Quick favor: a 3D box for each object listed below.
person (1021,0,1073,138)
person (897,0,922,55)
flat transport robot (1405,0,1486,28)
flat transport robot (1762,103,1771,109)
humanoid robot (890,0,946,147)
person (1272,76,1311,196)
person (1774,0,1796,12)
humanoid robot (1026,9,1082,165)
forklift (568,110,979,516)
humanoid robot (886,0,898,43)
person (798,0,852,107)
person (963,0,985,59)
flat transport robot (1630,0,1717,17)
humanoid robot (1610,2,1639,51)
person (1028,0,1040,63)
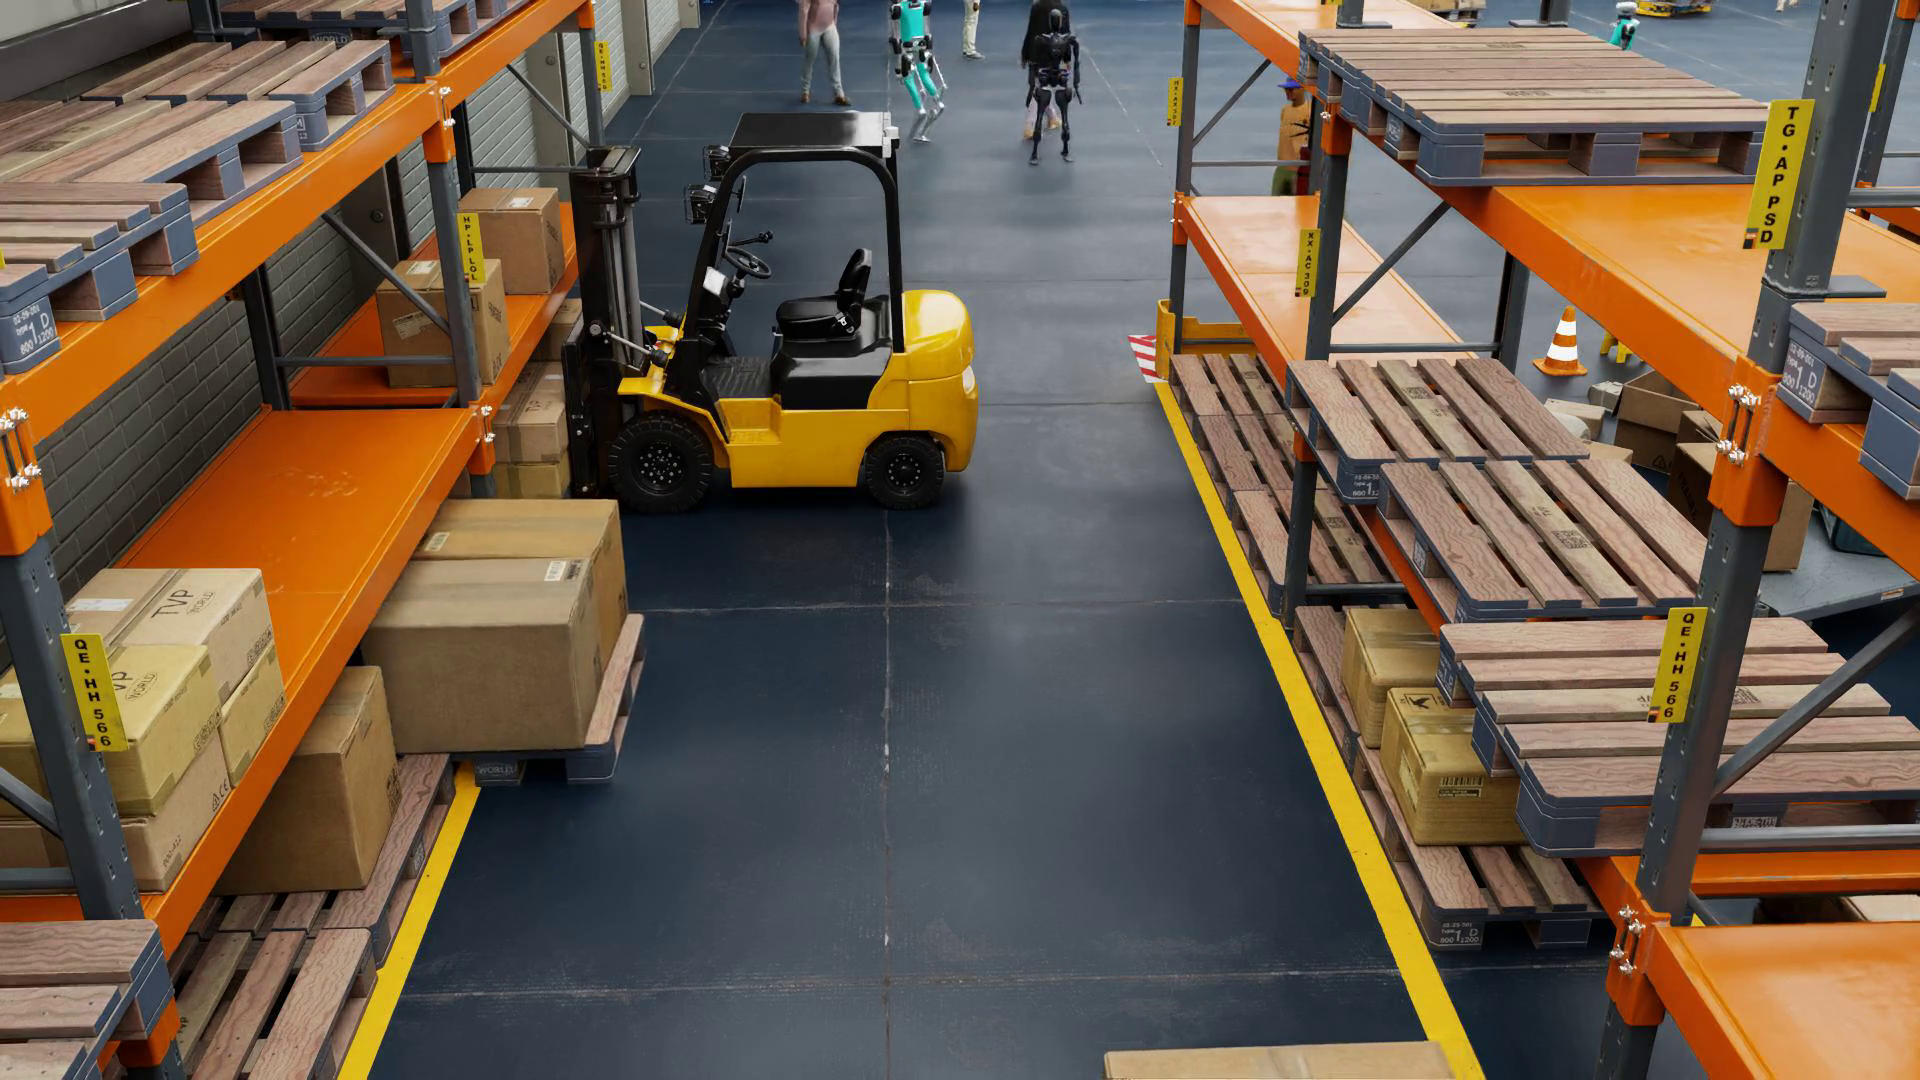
[{"bbox_3d":[1.005,-5.668,19.514,0.566,1.802,0.986,20,32,36],"label":"person"},{"bbox_3d":[-0.744,-8.276,24.923,0.381,1.899,0.544,22,33,38],"label":"person"},{"bbox_3d":[7.732,-8.374,27.038,0.659,0.231,1.431,-9,27,-18],"label":"flat transport robot"},{"bbox_3d":[8.754,-3.961,17.692,0.659,0.231,1.431,8,26,16],"label":"flat transport robot"},{"bbox_3d":[-0.418,-5.328,18.888,0.534,1.814,0.679,-19,31,-34],"label":"humanoid robot"},{"bbox_3d":[2.944,-3.214,14.423,0.598,1.701,0.454,-17,30,-32],"label":"person"},{"bbox_3d":[14.672,-10.238,29.126,0.578,1.867,0.724,16,30,30],"label":"person"},{"bbox_3d":[1.025,-4.942,18.141,0.616,1.640,0.422,-2,25,-4],"label":"humanoid robot"},{"bbox_3d":[-1.043,-1.379,9.976,2.313,2.155,1.214,-1,25,-2],"label":"forklift"},{"bbox_3d":[-0.973,-8.507,25.688,0.390,1.647,0.607,4,26,9],"label":"humanoid robot"},{"bbox_3d":[-1.796,-6.497,21.201,0.647,1.876,0.868,-18,31,-34],"label":"person"},{"bbox_3d":[0.212,-8.008,24.533,0.345,1.744,0.562,-4,26,-9],"label":"person"},{"bbox_3d":[12.367,-9.284,28.965,1.431,0.231,0.659,-16,30,-30],"label":"flat transport robot"},{"bbox_3d":[6.827,-4.874,17.889,0.901,1.754,0.530,6,26,13],"label":"humanoid robot"},{"bbox_3d":[1.155,-7.899,24.184,0.394,1.847,0.563,-1,25,-2],"label":"person"}]
